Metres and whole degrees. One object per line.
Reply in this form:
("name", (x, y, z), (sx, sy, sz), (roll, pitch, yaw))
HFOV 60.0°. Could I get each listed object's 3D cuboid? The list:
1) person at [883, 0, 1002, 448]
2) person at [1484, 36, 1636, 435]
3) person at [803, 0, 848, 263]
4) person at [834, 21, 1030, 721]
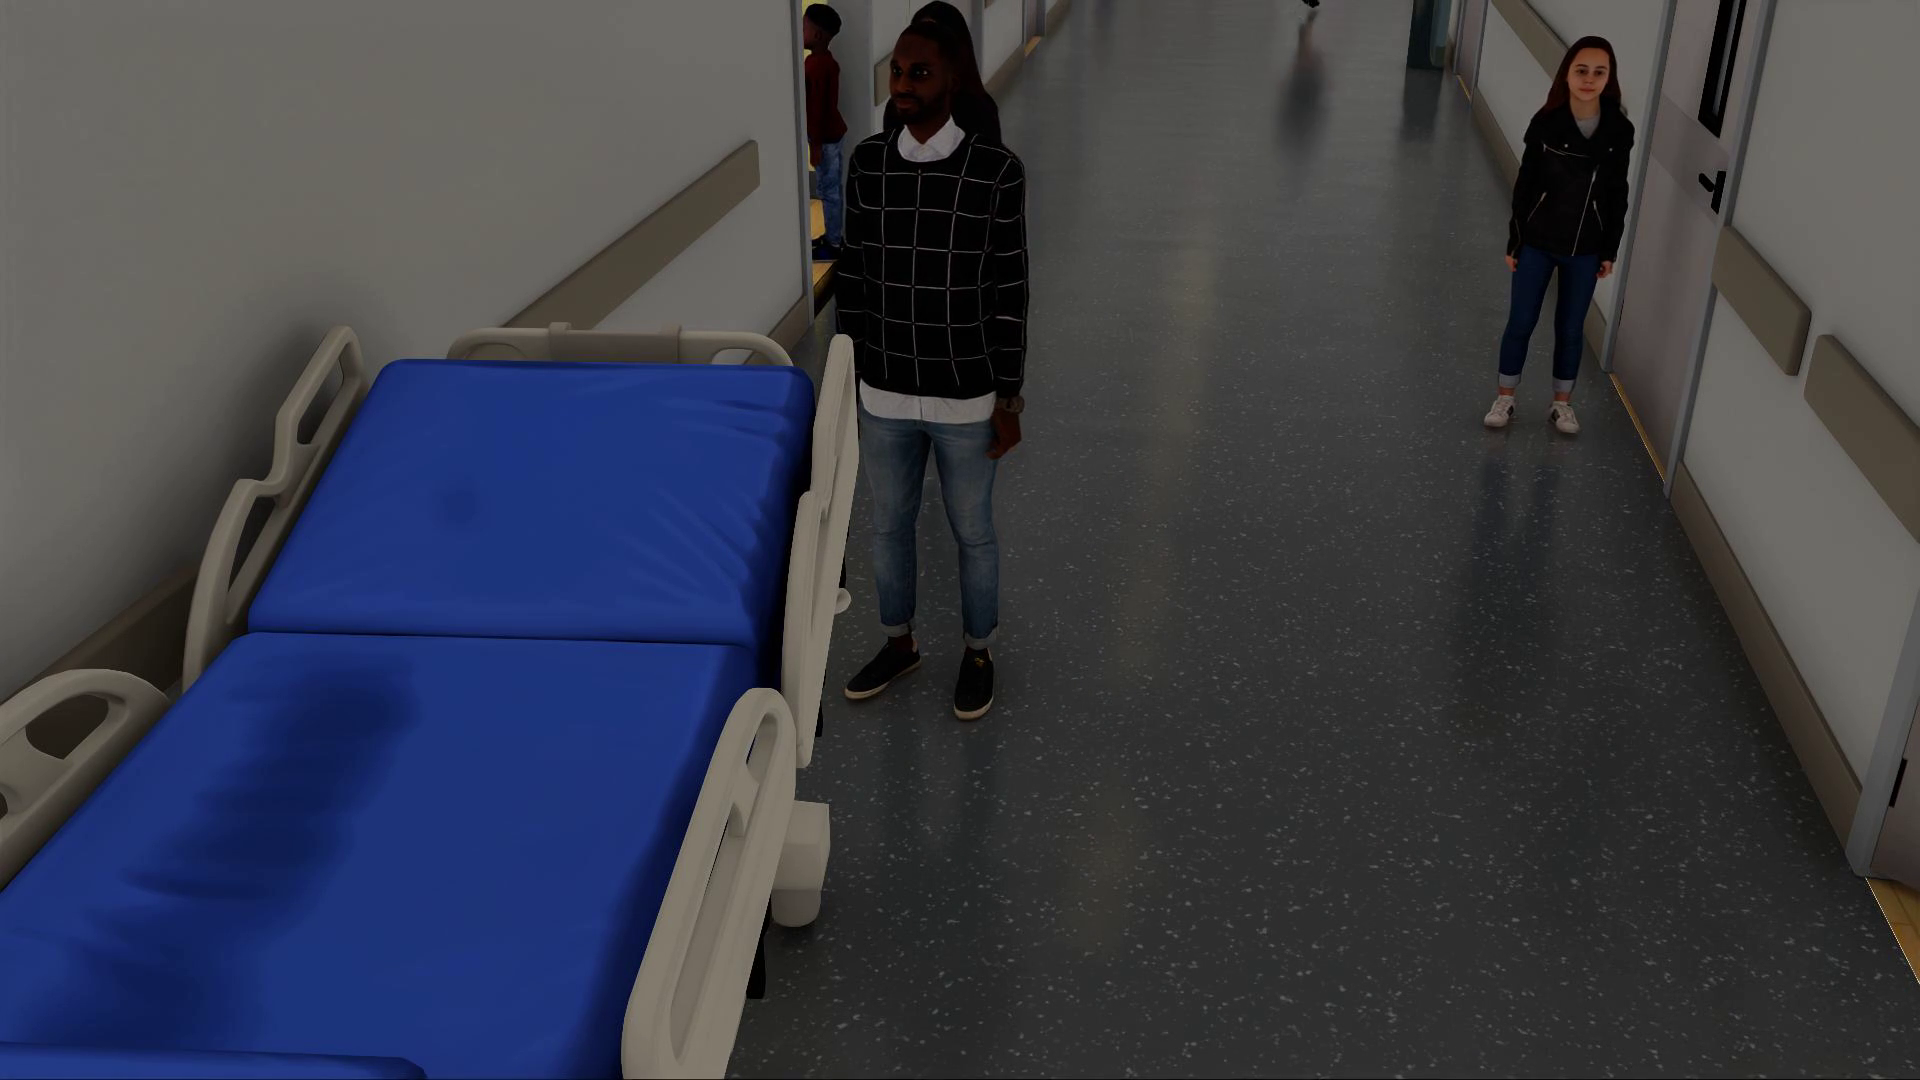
("person", (-0.067, -1.065, 5.883), (0.614, 1.638, 0.732), (12, 28, 24))
("person", (2.233, -1.120, 6.179), (0.455, 1.480, 0.630), (7, 27, 15))
("person", (-0.674, -2.039, 8.345), (0.495, 1.255, 0.503), (2, 26, 5))
("person", (-0.066, -0.416, 4.327), (0.541, 1.821, 0.756), (8, 27, 17))
